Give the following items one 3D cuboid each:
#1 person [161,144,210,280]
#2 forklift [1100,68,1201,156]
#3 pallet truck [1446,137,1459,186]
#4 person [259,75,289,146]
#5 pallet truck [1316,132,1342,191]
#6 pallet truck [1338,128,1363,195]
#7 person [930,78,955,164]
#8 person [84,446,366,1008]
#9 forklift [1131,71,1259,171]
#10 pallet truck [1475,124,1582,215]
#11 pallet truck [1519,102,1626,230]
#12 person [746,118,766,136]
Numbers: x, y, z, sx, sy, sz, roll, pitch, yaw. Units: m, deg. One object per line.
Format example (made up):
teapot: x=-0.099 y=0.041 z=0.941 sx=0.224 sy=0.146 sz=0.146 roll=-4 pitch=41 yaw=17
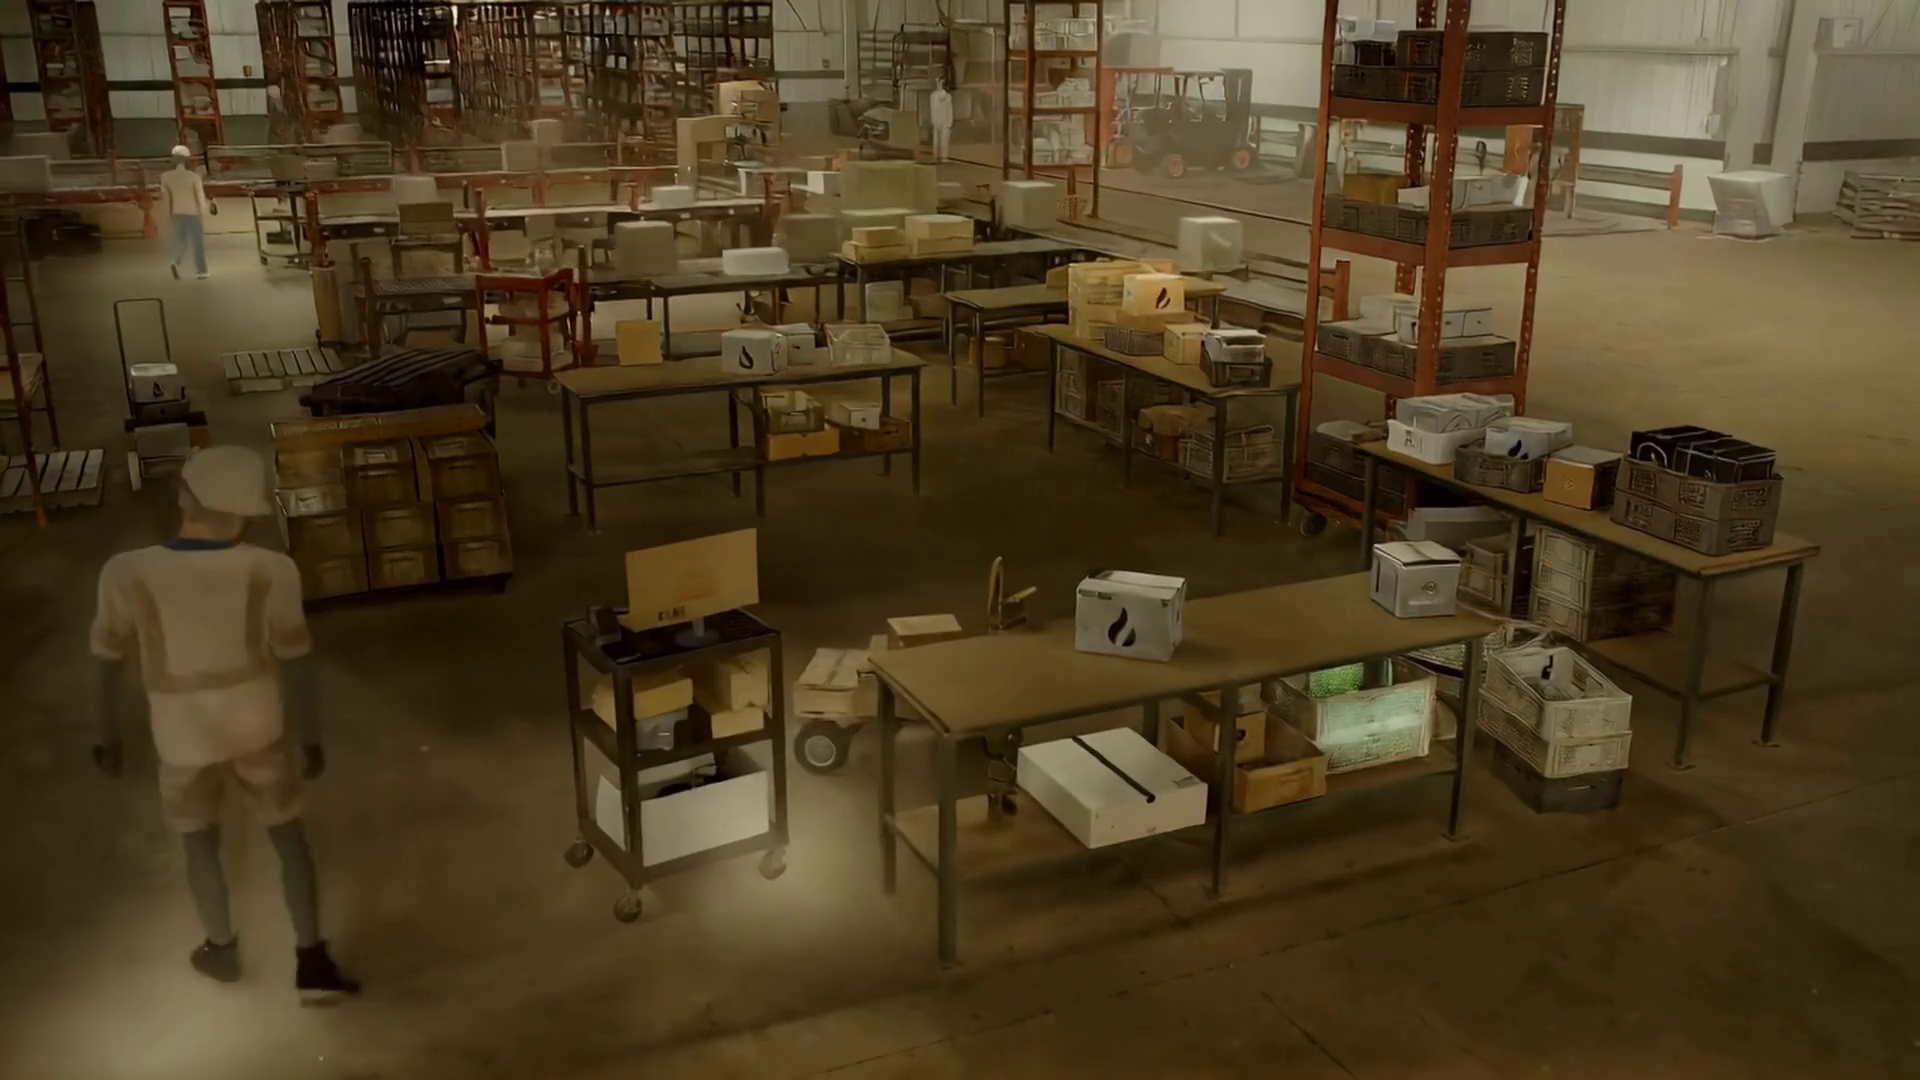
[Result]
person: x=-9.951 y=-4.179 z=21.335 sx=0.534 sy=1.745 sz=0.583 roll=1 pitch=18 yaw=2
forklift: x=4.082 y=-9.564 z=37.410 sx=2.680 sy=1.987 sz=1.157 roll=-8 pitch=19 yaw=-23
pallet truck: x=9.184 y=-6.485 z=29.328 sx=1.630 sy=1.274 sz=0.653 roll=-8 pitch=19 yaw=-23
person: x=-17.982 y=-11.214 z=43.443 sx=0.686 sy=1.797 sz=0.608 roll=-2 pitch=18 yaw=-6
pallet truck: x=7.723 y=-7.504 z=32.656 sx=1.601 sy=1.201 sz=0.680 roll=-8 pitch=19 yaw=-23
pallet truck: x=7.845 y=-7.140 z=31.411 sx=1.522 sy=1.261 sz=0.704 roll=-9 pitch=20 yaw=-25
person: x=-0.386 y=-9.635 z=38.262 sx=0.410 sy=1.913 sz=0.643 roll=-17 pitch=24 yaw=-42
person: x=-2.537 y=0.694 z=5.590 sx=0.770 sy=1.998 sz=0.699 roll=-9 pitch=20 yaw=-25
forklift: x=4.998 y=-8.936 z=35.413 sx=2.680 sy=1.987 sz=1.157 roll=-9 pitch=20 yaw=-25
pallet truck: x=9.707 y=-6.455 z=28.103 sx=1.885 sy=1.965 sz=0.823 roll=-7 pitch=19 yaw=-20
pallet truck: x=9.972 y=-6.037 z=26.785 sx=1.885 sy=1.965 sz=0.823 roll=-9 pitch=20 yaw=-25
person: x=-4.197 y=-8.450 z=34.715 sx=0.831 sy=1.806 sz=0.598 roll=4 pitch=18 yaw=13
